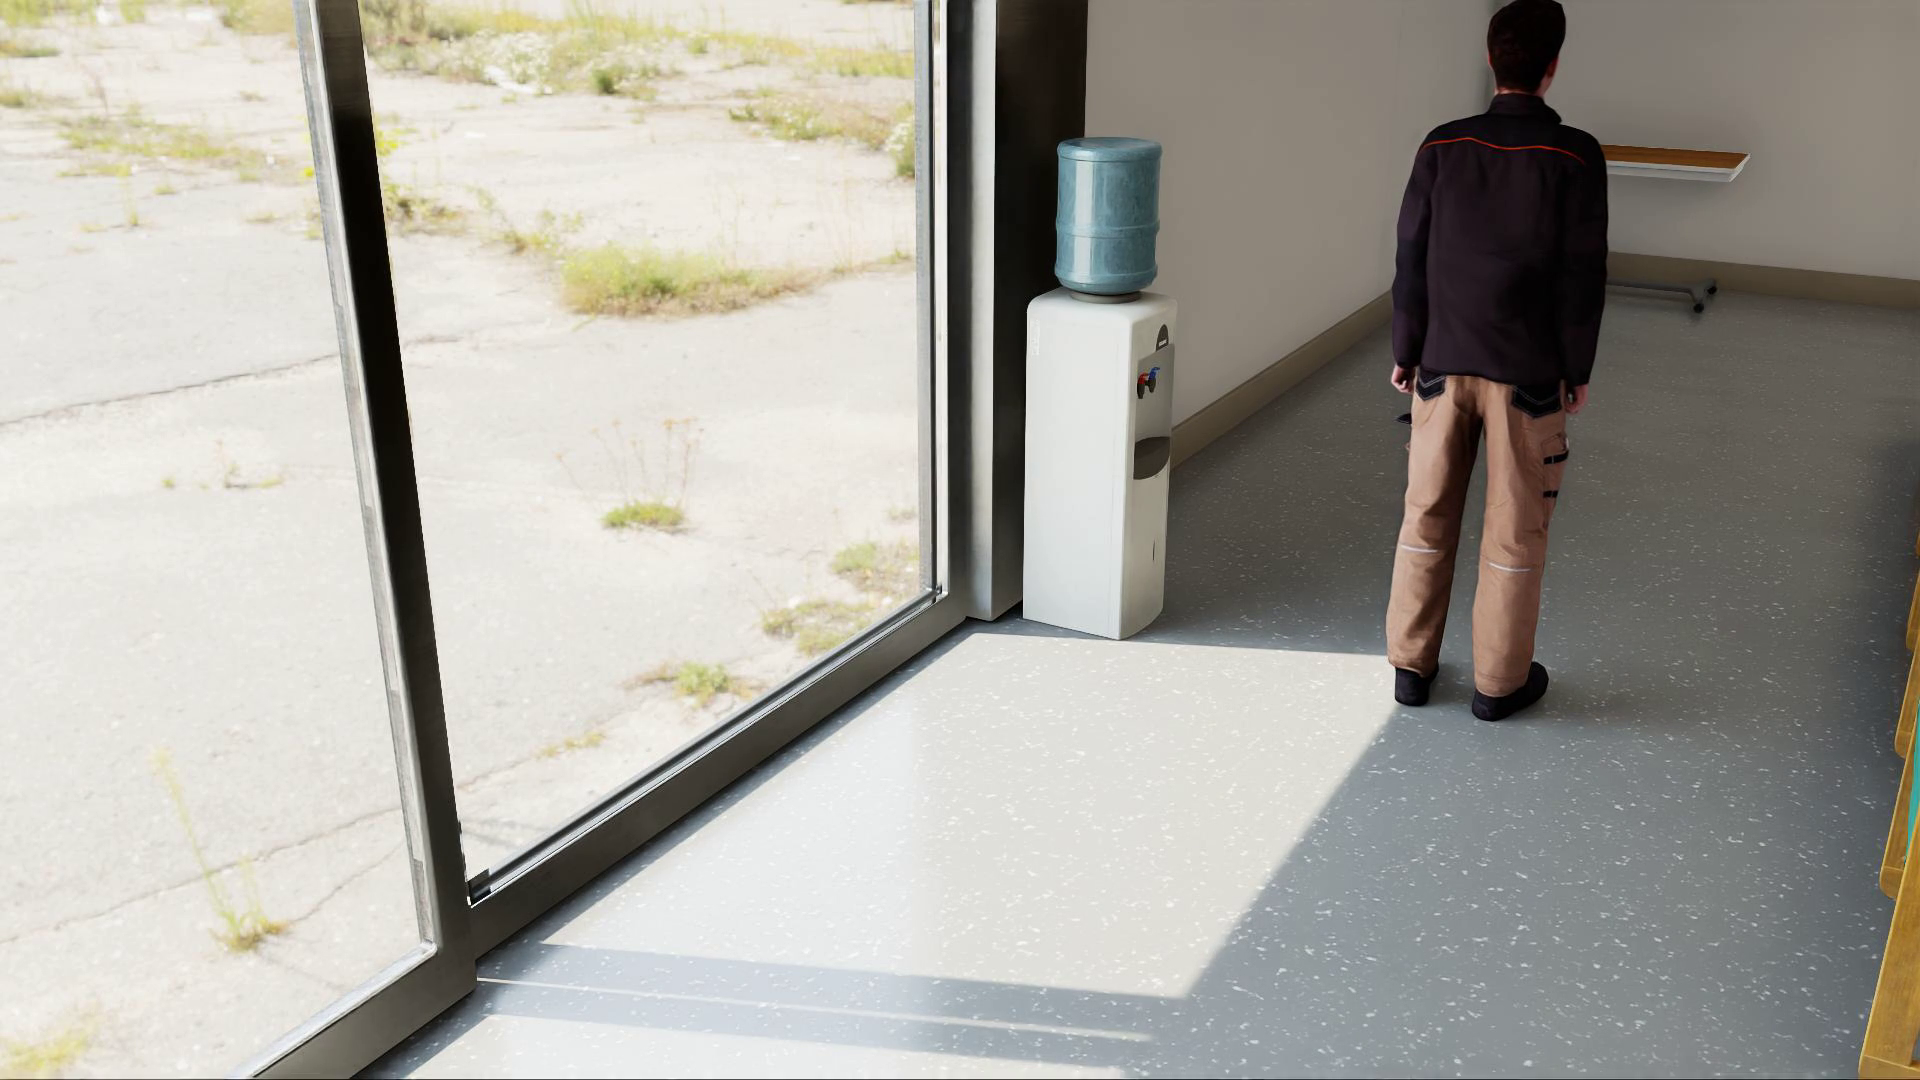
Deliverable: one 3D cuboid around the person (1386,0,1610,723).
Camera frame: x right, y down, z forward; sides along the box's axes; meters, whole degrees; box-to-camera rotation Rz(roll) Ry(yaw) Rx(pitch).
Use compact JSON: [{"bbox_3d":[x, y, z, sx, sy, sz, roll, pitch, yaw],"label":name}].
[{"bbox_3d":[1.415,-0.446,4.453,0.522,1.925,0.750,12,24,29],"label":"person"}]
